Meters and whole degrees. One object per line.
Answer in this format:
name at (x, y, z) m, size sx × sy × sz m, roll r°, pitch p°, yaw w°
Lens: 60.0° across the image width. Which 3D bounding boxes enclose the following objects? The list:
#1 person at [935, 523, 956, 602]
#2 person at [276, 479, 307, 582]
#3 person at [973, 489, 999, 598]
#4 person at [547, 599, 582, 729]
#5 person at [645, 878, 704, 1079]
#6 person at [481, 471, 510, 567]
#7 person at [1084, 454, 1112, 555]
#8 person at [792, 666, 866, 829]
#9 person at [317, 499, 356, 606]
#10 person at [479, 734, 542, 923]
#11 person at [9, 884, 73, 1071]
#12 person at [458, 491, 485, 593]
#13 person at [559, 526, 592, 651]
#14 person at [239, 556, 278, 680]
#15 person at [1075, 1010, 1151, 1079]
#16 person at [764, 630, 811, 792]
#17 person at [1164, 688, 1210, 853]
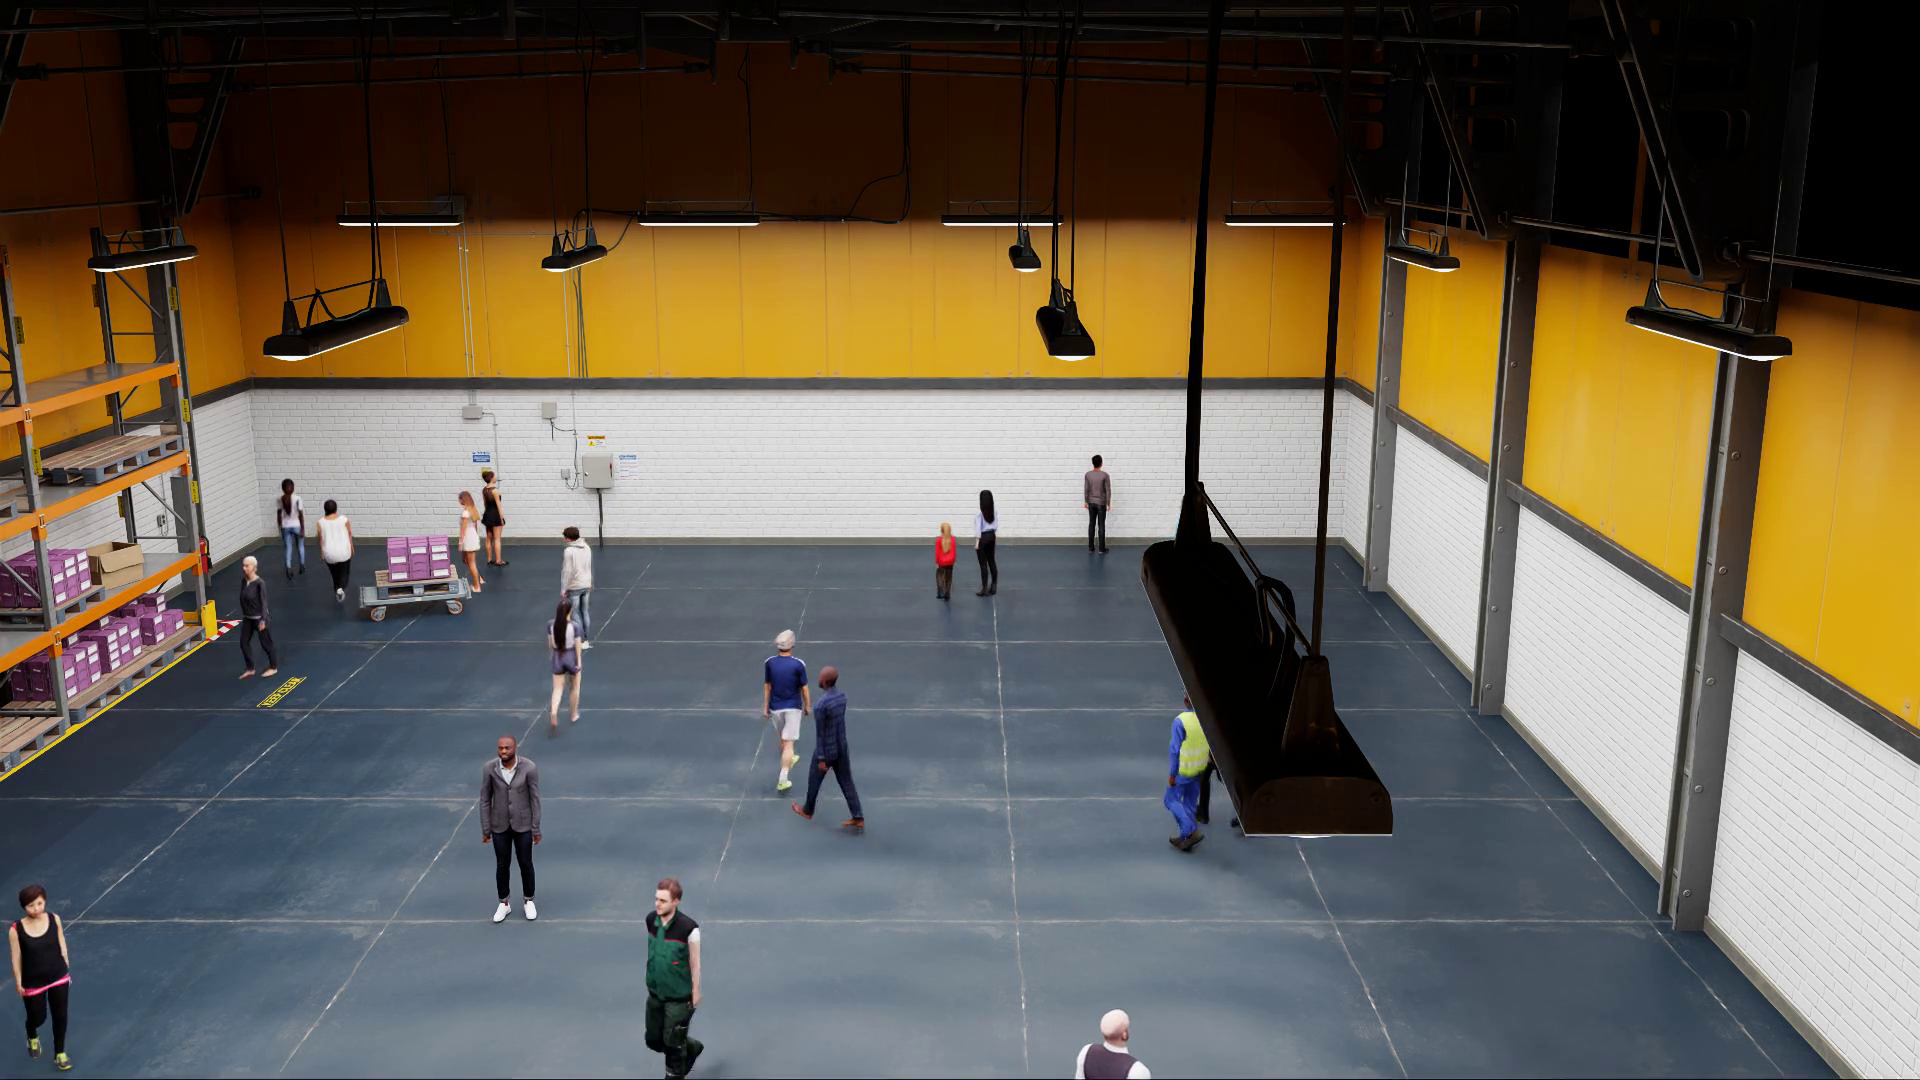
person at (-0.213, 0.360, 26.518) m, size 0.542 × 1.275 × 0.560 m, roll -4°, pitch 14°, yaw -14°
person at (-11.155, -0.134, 27.697) m, size 0.754 × 1.680 × 1.176 m, roll -3°, pitch 14°, yaw -12°
person at (0.422, 0.041, 26.839) m, size 0.724 × 1.743 × 0.781 m, roll -13°, pitch 19°, yaw -43°
person at (-4.962, 1.562, 20.797) m, size 0.652 × 1.632 × 0.885 m, roll 2°, pitch 14°, yaw 7°
person at (-2.146, 3.418, 12.711) m, size 0.891 × 1.830 × 1.009 m, roll 8°, pitch 16°, yaw 30°
person at (-8.080, -0.386, 28.767) m, size 0.679 × 1.667 × 0.722 m, roll 10°, pitch 17°, yaw 35°
person at (2.434, -0.646, 29.625) m, size 0.714 × 1.768 × 0.684 m, roll 4°, pitch 14°, yaw 17°
person at (-1.298, 2.245, 17.684) m, size 1.177 × 1.769 × 1.217 m, roll 9°, pitch 17°, yaw 34°
person at (-9.888, 0.197, 26.378) m, size 0.688 × 1.658 × 1.022 m, roll -1°, pitch 14°, yaw -4°
person at (-4.233, 2.696, 15.719) m, size 0.743 × 1.818 × 0.637 m, roll -2°, pitch 14°, yaw -7°
person at (-7.301, 3.442, 13.222) m, size 0.807 × 1.543 × 0.750 m, roll 13°, pitch 19°, yaw 43°
person at (-7.864, 0.037, 26.986) m, size 0.624 × 1.682 × 0.516 m, roll 1°, pitch 14°, yaw 3°
person at (-5.520, 0.676, 24.023) m, size 0.882 × 1.835 × 0.767 m, roll 13°, pitch 19°, yaw 43°
person at (-9.583, 1.032, 22.823) m, size 0.820 × 1.707 × 0.884 m, roll 7°, pitch 15°, yaw 26°
person at (0.987, 3.890, 10.779) m, size 0.783 × 1.822 × 0.808 m, roll 10°, pitch 17°, yaw 35°
person at (-1.987, 1.957, 18.829) m, size 0.850 × 1.789 × 1.260 m, roll 3°, pitch 14°, yaw 13°
person at (2.404, 2.372, 17.099) m, size 0.869 × 1.797 × 0.929 m, roll -11°, pitch 18°, yaw -39°
